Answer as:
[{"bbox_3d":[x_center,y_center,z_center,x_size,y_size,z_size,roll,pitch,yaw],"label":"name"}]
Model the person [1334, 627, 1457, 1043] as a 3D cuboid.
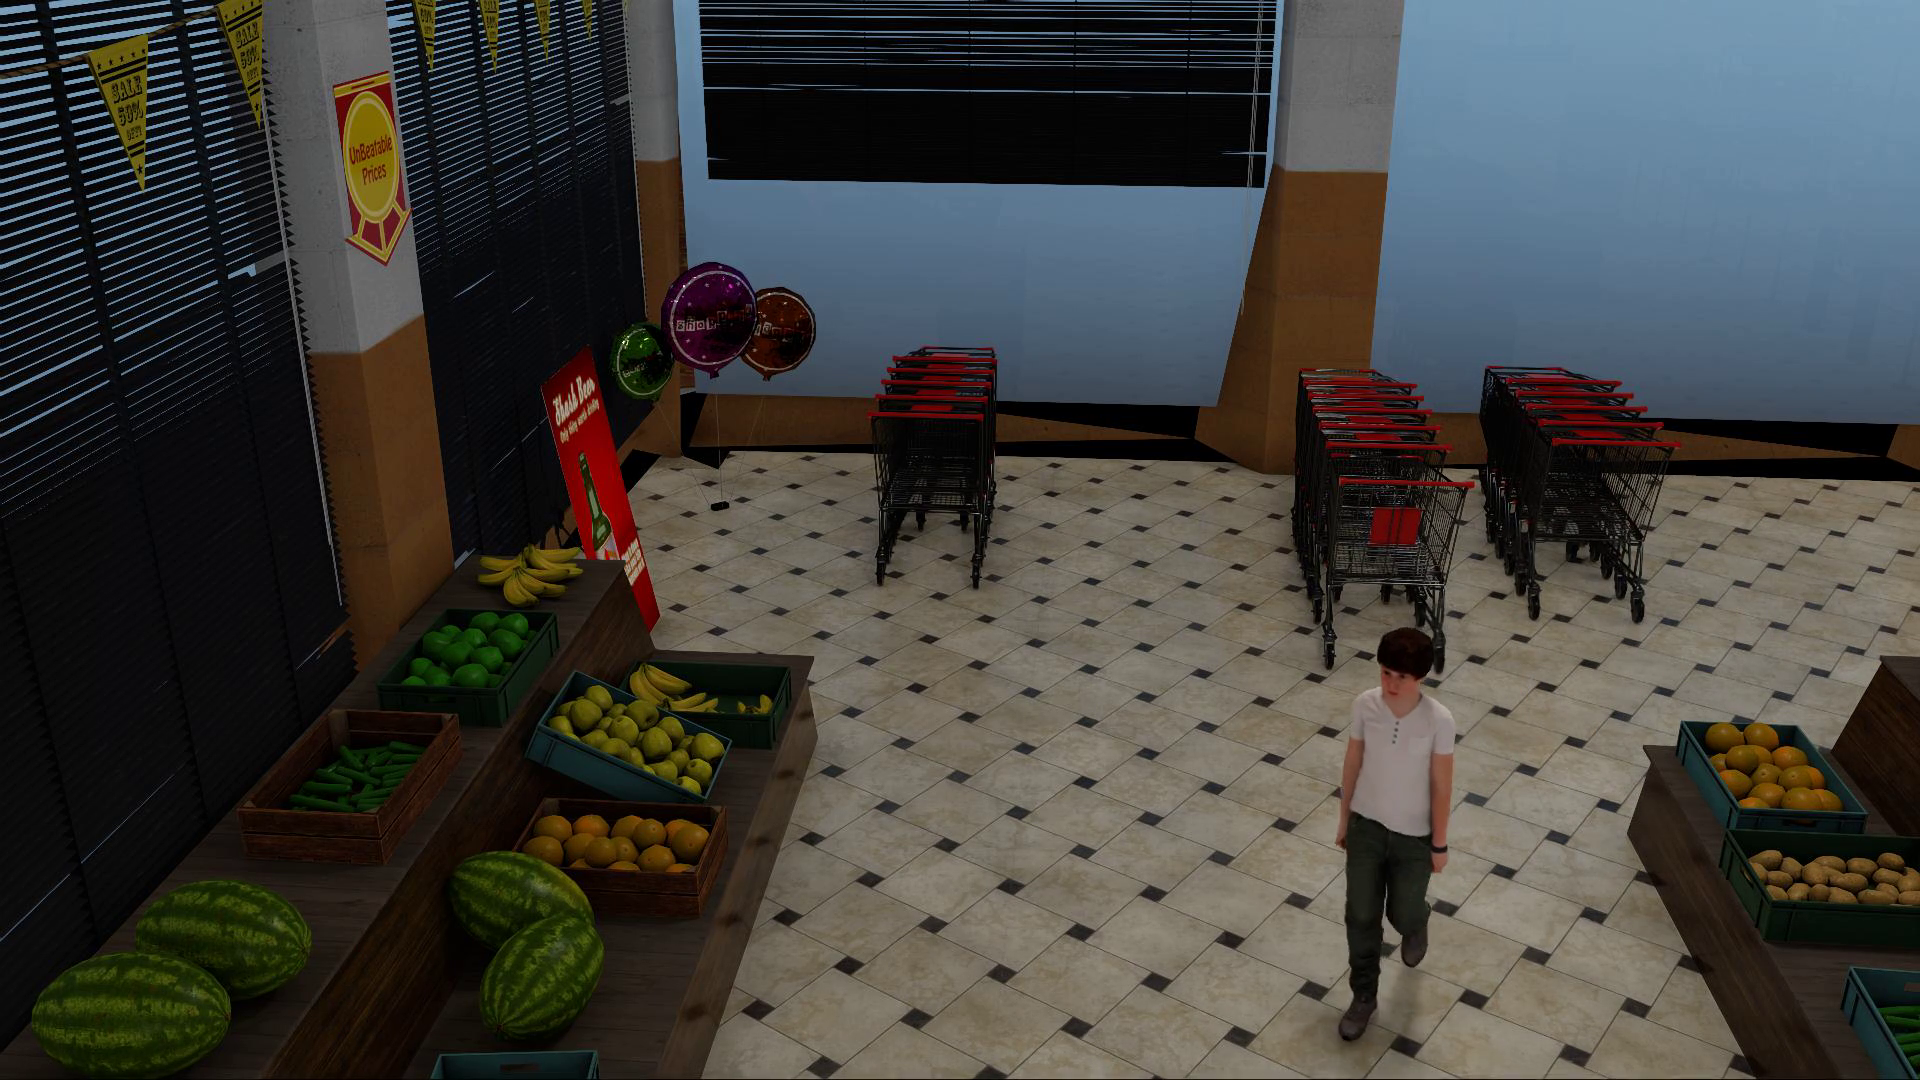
[{"bbox_3d":[1.657,1.068,6.270,0.821,1.638,0.999,13,25,30],"label":"person"}]
